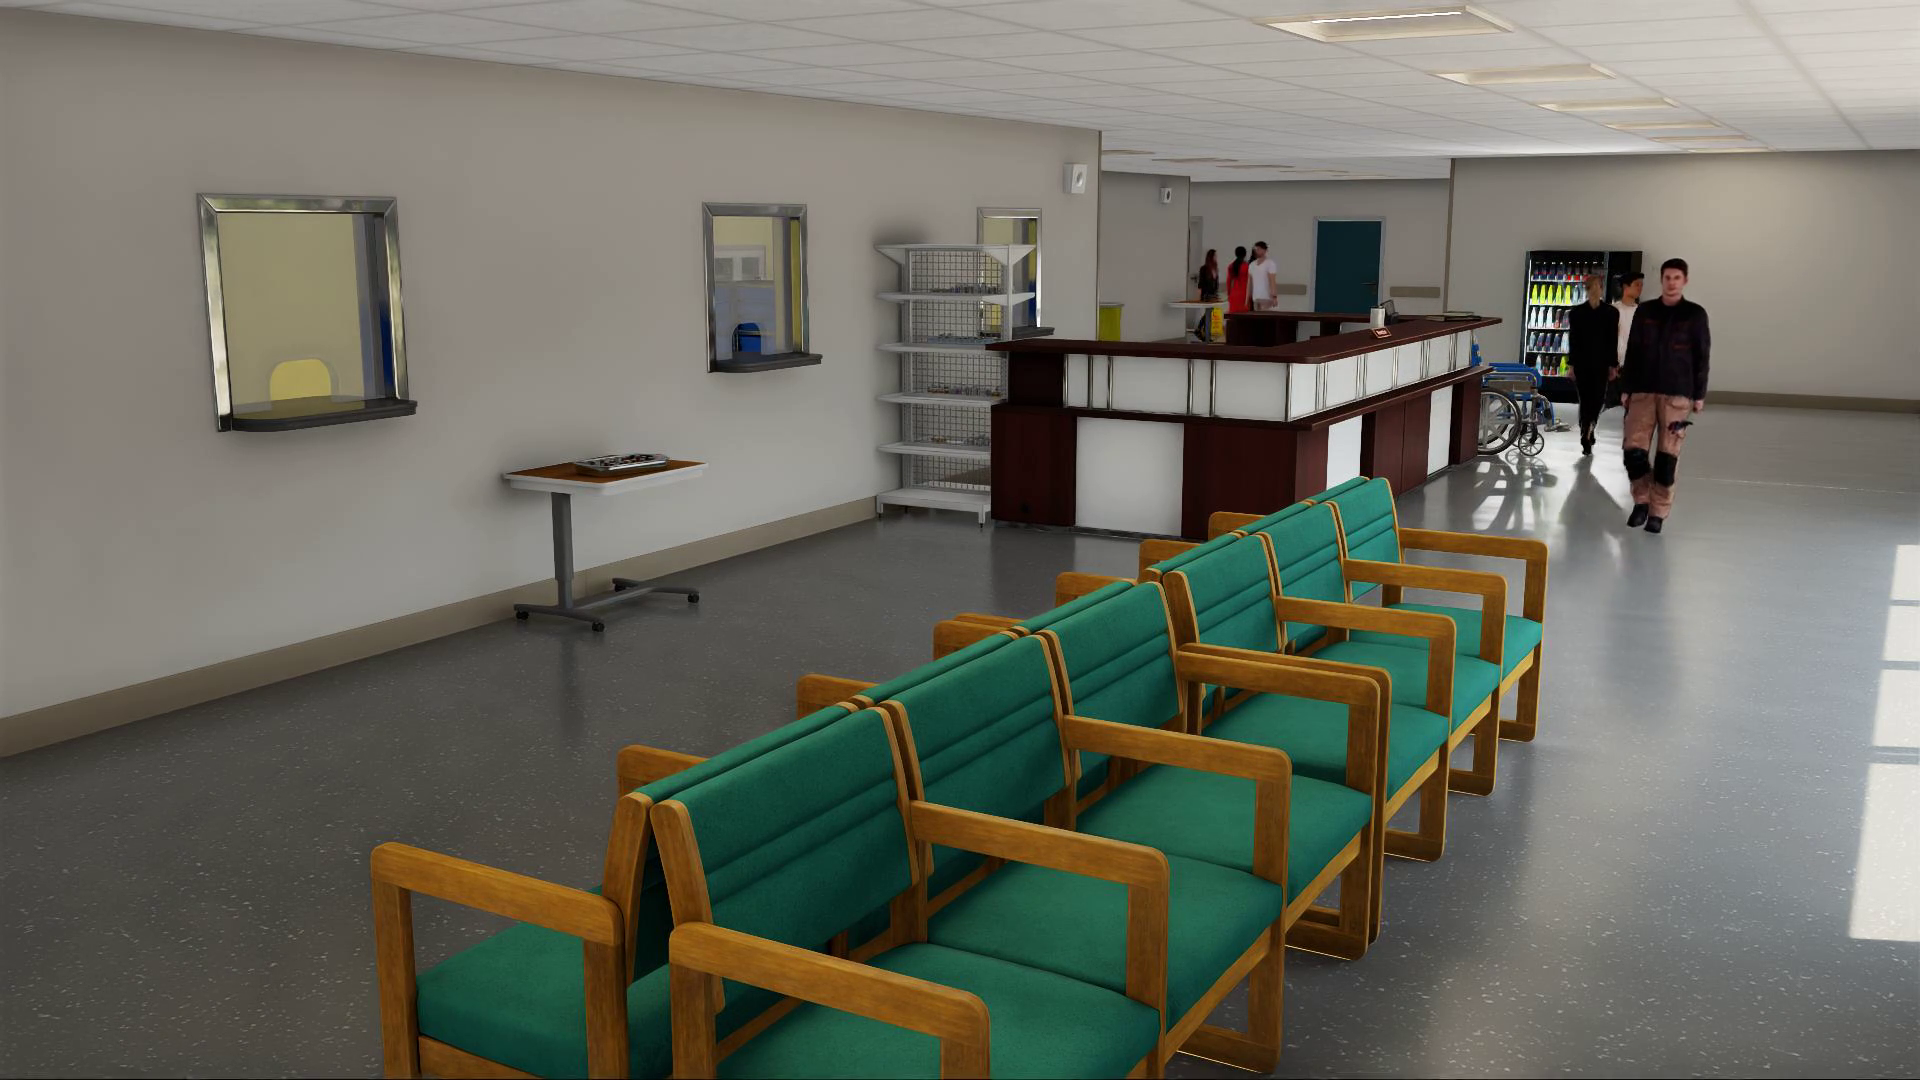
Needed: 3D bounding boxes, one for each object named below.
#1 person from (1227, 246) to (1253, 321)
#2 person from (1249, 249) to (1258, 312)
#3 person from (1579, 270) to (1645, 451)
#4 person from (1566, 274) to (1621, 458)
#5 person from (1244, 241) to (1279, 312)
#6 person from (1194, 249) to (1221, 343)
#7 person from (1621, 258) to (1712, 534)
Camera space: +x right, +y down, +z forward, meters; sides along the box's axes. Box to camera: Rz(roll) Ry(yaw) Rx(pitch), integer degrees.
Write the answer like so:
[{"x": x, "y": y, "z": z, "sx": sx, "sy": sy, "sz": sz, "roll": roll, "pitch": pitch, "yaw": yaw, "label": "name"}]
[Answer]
[{"x": 4.792, "y": -4.145, "z": 28.653, "sx": 0.947, "sy": 1.757, "sz": 0.811, "roll": 3, "pitch": 11, "yaw": 16, "label": "person"}, {"x": 5.215, "y": -4.373, "z": 29.928, "sx": 0.629, "sy": 1.728, "sz": 0.773, "roll": 9, "pitch": 14, "yaw": 38, "label": "person"}, {"x": 6.224, "y": -1.690, "z": 15.779, "sx": 0.947, "sy": 1.700, "sz": 1.070, "roll": -5, "pitch": 12, "yaw": -25, "label": "person"}, {"x": 5.779, "y": -1.565, "z": 15.246, "sx": 0.913, "sy": 1.685, "sz": 0.738, "roll": 5, "pitch": 12, "yaw": 23, "label": "person"}, {"x": 4.974, "y": -3.890, "z": 27.011, "sx": 0.878, "sy": 1.867, "sz": 0.756, "roll": -8, "pitch": 13, "yaw": -36, "label": "person"}, {"x": 4.497, "y": -4.482, "z": 30.594, "sx": 0.718, "sy": 1.695, "sz": 0.687, "roll": 11, "pitch": 15, "yaw": 44, "label": "person"}, {"x": 4.943, "y": -1.008, "z": 11.688, "sx": 0.574, "sy": 1.917, "sz": 0.780, "roll": 6, "pitch": 12, "yaw": 27, "label": "person"}]
